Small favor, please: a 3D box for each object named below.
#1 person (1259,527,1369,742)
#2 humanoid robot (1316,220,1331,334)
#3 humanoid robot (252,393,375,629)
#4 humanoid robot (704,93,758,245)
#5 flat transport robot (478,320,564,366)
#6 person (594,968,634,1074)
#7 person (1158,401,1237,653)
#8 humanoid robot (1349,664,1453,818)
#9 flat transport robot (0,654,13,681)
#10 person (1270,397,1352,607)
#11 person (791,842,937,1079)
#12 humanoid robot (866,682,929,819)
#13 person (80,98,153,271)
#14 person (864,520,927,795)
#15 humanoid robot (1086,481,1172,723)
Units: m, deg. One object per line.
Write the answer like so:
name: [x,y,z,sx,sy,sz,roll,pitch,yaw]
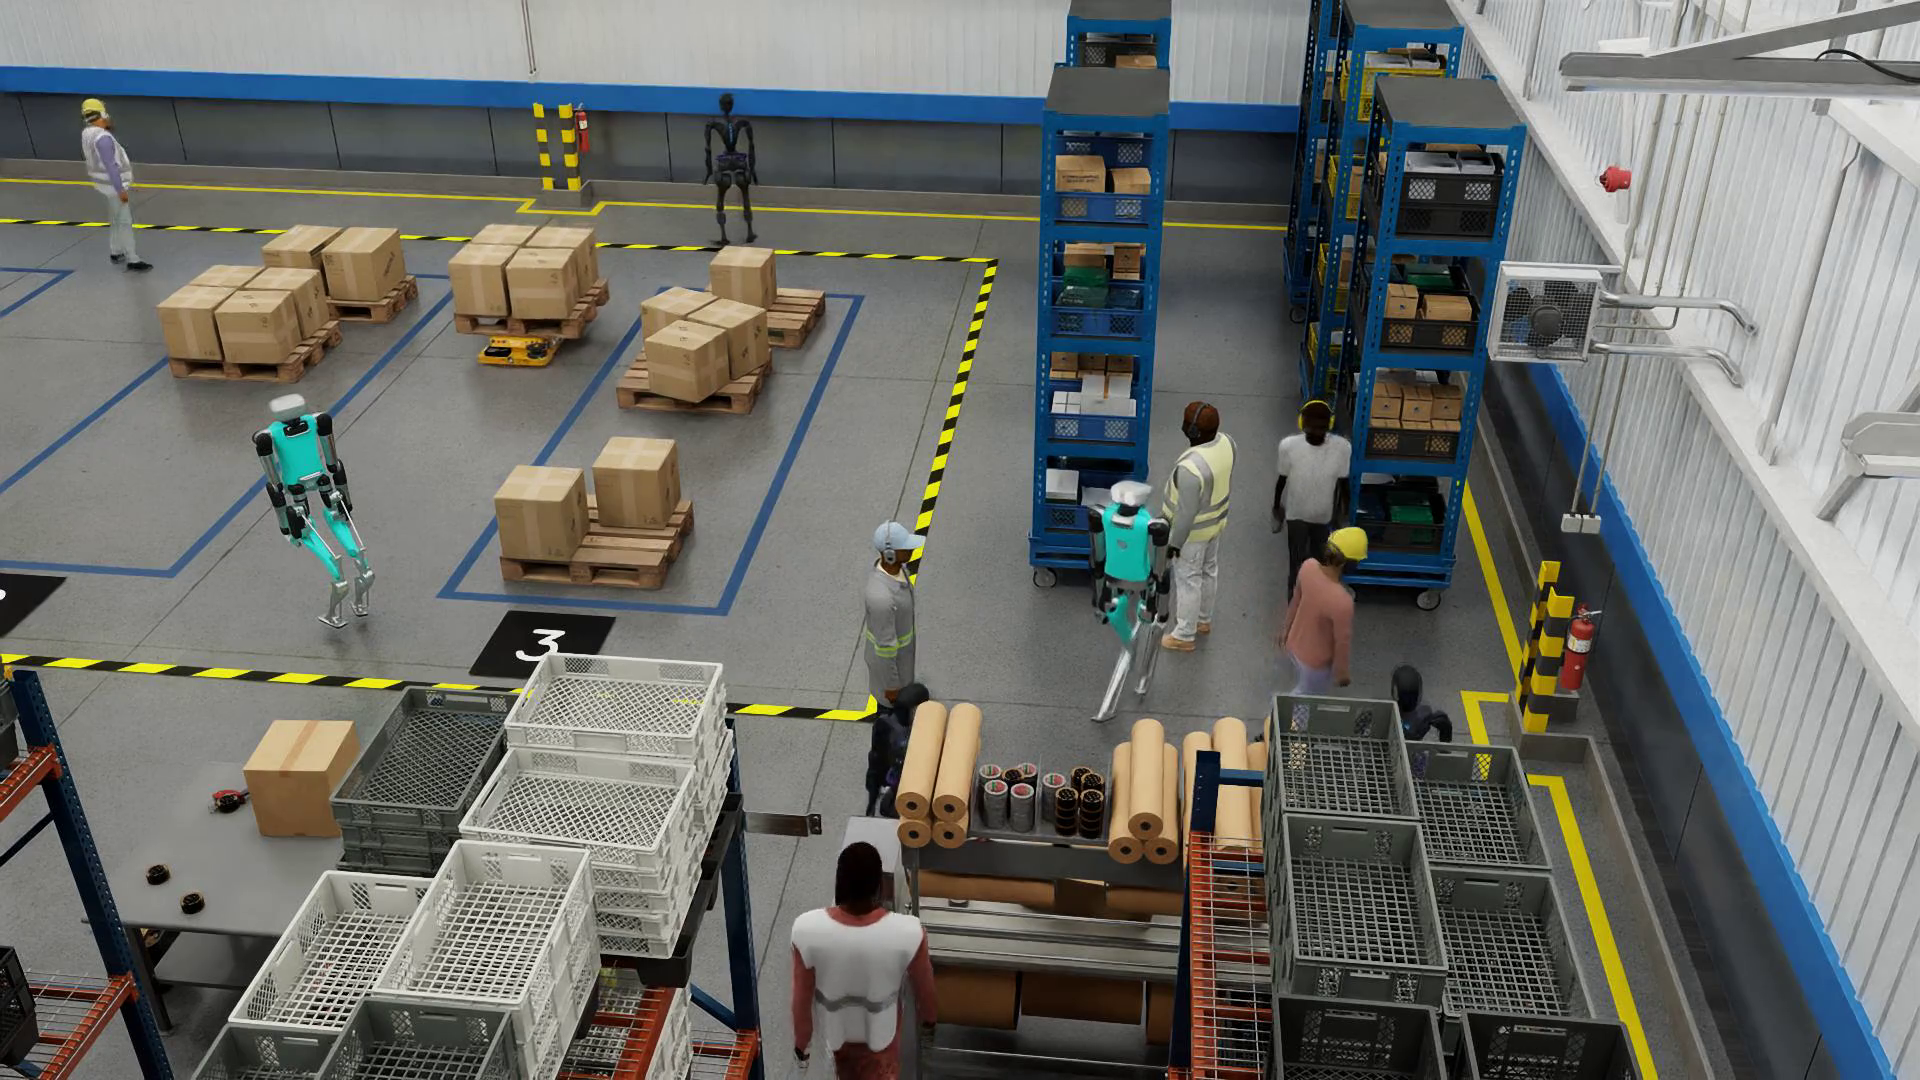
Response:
person: [2.179,0.676,10.047,0.415,1.727,0.556,-10,32,-17]
humanoid robot: [3.506,-2.515,15.579,0.315,1.657,0.599,17,34,27]
humanoid robot: [-4.312,-0.139,11.319,0.533,1.677,0.735,-26,39,-37]
humanoid robot: [-2.509,-4.057,18.238,0.593,1.639,0.394,-10,32,-16]
flat transport robot: [-4.140,-2.082,16.221,0.652,0.197,1.431,3,30,6]
person: [-1.463,2.413,7.062,0.316,1.742,0.491,-5,31,-8]
person: [1.578,-0.095,11.272,0.430,1.845,0.618,19,35,30]
humanoid robot: [2.372,1.333,9.019,0.599,1.625,0.685,1,30,2]
flat transport robot: [-7.142,0.969,11.010,1.431,0.231,0.659,3,30,6]
person: [2.408,-0.197,11.456,0.553,1.832,0.842,2,30,3]
person: [-0.413,2.103,7.476,0.625,1.861,1.023,2,30,4]
humanoid robot: [-0.220,1.424,8.899,0.601,1.661,0.776,18,35,28]
person: [-8.966,-3.743,17.605,0.406,1.782,0.684,-22,37,-32]
person: [-0.379,0.704,9.891,0.374,1.852,0.588,2,30,3]
humanoid robot: [1.125,0.343,10.602,0.553,1.738,0.982,14,33,23]
